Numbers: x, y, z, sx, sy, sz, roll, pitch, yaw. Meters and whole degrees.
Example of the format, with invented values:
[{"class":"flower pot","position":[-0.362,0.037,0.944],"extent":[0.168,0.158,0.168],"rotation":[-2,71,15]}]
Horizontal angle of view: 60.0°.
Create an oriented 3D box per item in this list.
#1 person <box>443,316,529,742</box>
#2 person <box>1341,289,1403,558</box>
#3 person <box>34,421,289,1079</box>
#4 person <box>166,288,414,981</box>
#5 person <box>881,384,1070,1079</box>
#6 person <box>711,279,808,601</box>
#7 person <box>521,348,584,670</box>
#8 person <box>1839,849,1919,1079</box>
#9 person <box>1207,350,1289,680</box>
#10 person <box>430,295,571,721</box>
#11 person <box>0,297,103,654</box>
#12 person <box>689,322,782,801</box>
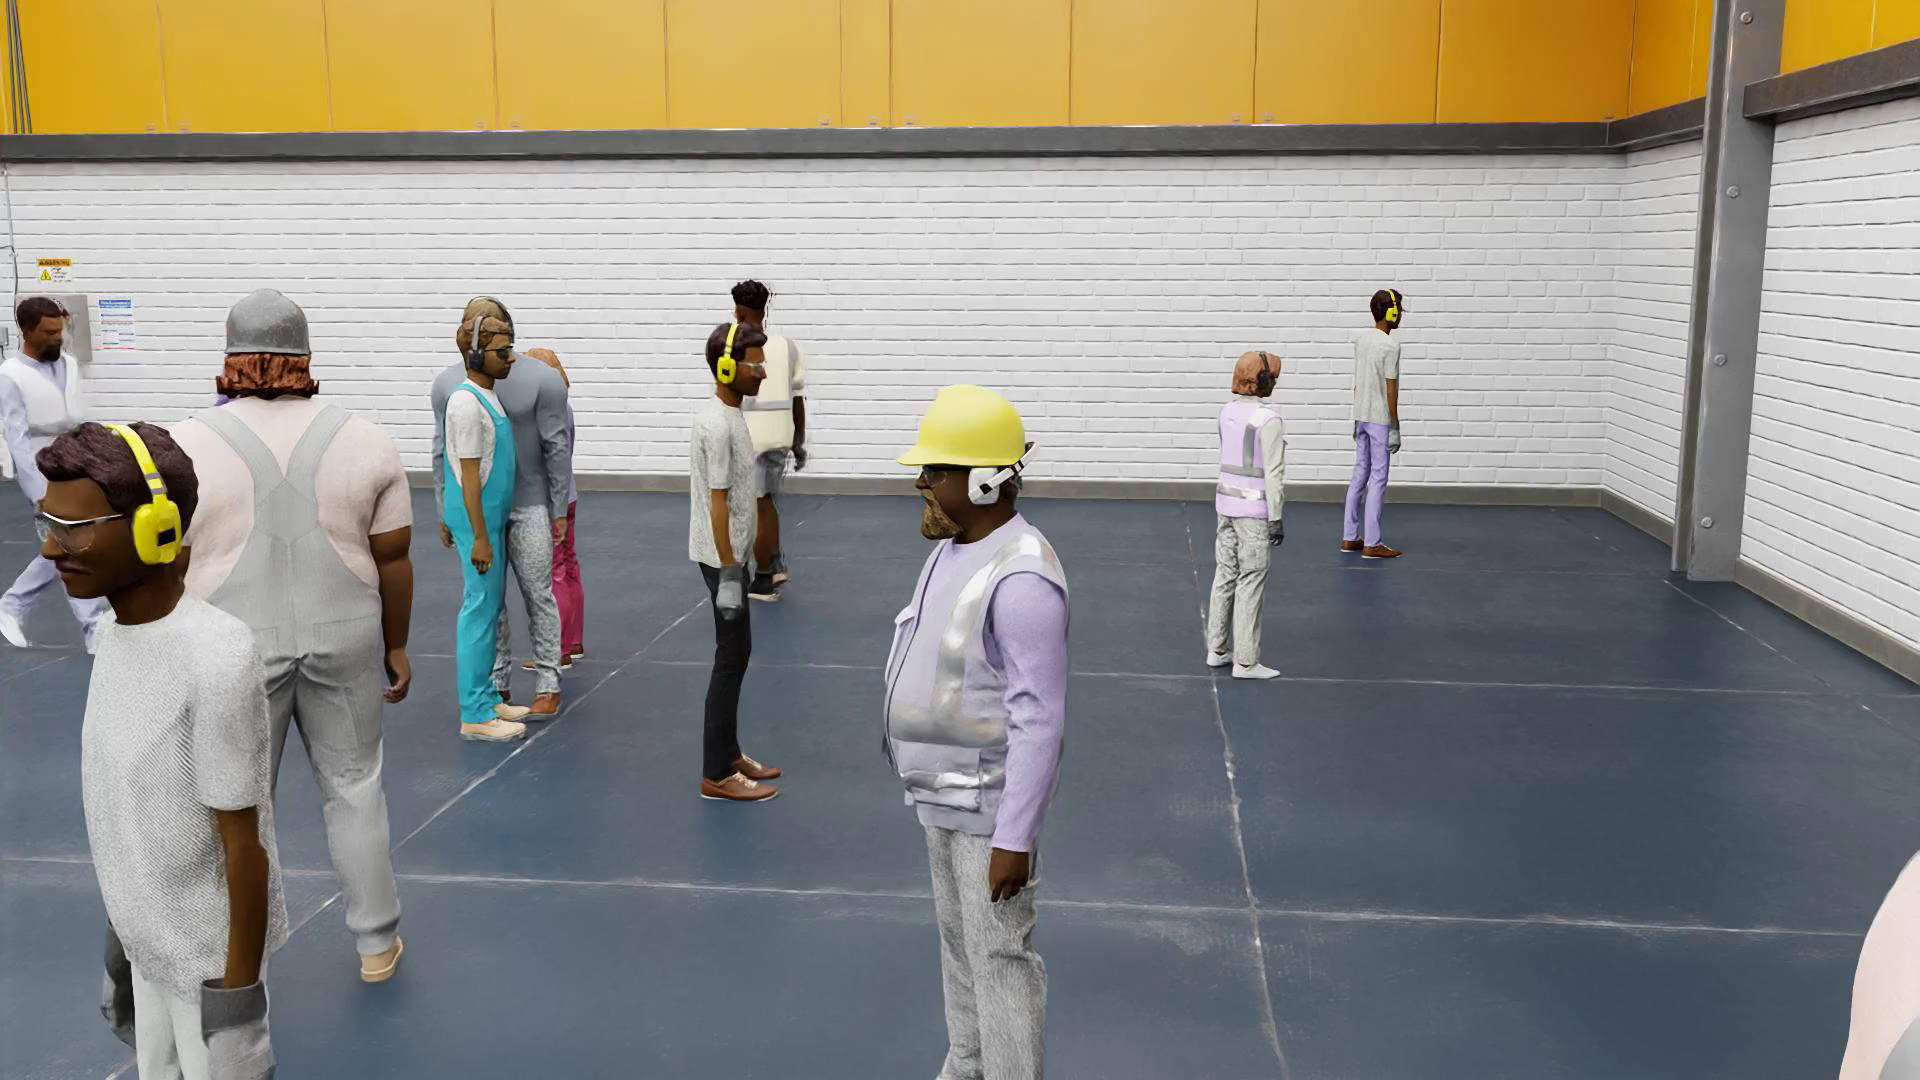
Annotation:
[{"class":"person","position":[-2.073,-0.051,7.264],"extent":[0.328,1.844,0.511],"rotation":[-1,10,-8]},{"class":"person","position":[2.894,-0.806,11.559],"extent":[0.328,1.861,0.506],"rotation":[-4,11,-20]},{"class":"person","position":[-1.301,0.725,2.786],"extent":[0.511,1.862,0.324],"rotation":[9,13,42]},{"class":"person","position":[-1.940,0.283,4.789],"extent":[0.702,2.000,0.535],"rotation":[-6,11,-29]},{"class":"person","position":[0.028,0.563,3.780],"extent":[0.404,1.831,0.600],"rotation":[-3,10,-17]},{"class":"person","position":[-1.251,-0.604,10.121],"extent":[0.639,1.947,0.464],"rotation":[-9,13,-41]},{"class":"person","position":[-2.098,-0.156,8.467],"extent":[0.279,1.634,0.499],"rotation":[1,10,7]},{"class":"person","position":[1.027,0.948,1.587],"extent":[0.430,1.840,0.633],"rotation":[5,11,25]},{"class":"person","position":[1.439,-0.122,8.282],"extent":[0.313,1.632,0.513],"rotation":[-4,11,-22]},{"class":"person","position":[-2.074,-0.138,7.539],"extent":[0.641,1.927,0.384],"rotation":[1,10,5]},{"class":"person","position":[-4.738,-0.315,8.683],"extent":[0.907,1.876,0.668],"rotation":[1,10,5]},{"class":"person","position":[-0.877,0.090,6.442],"extent":[0.332,1.858,0.529],"rotation":[-1,10,-5]}]
